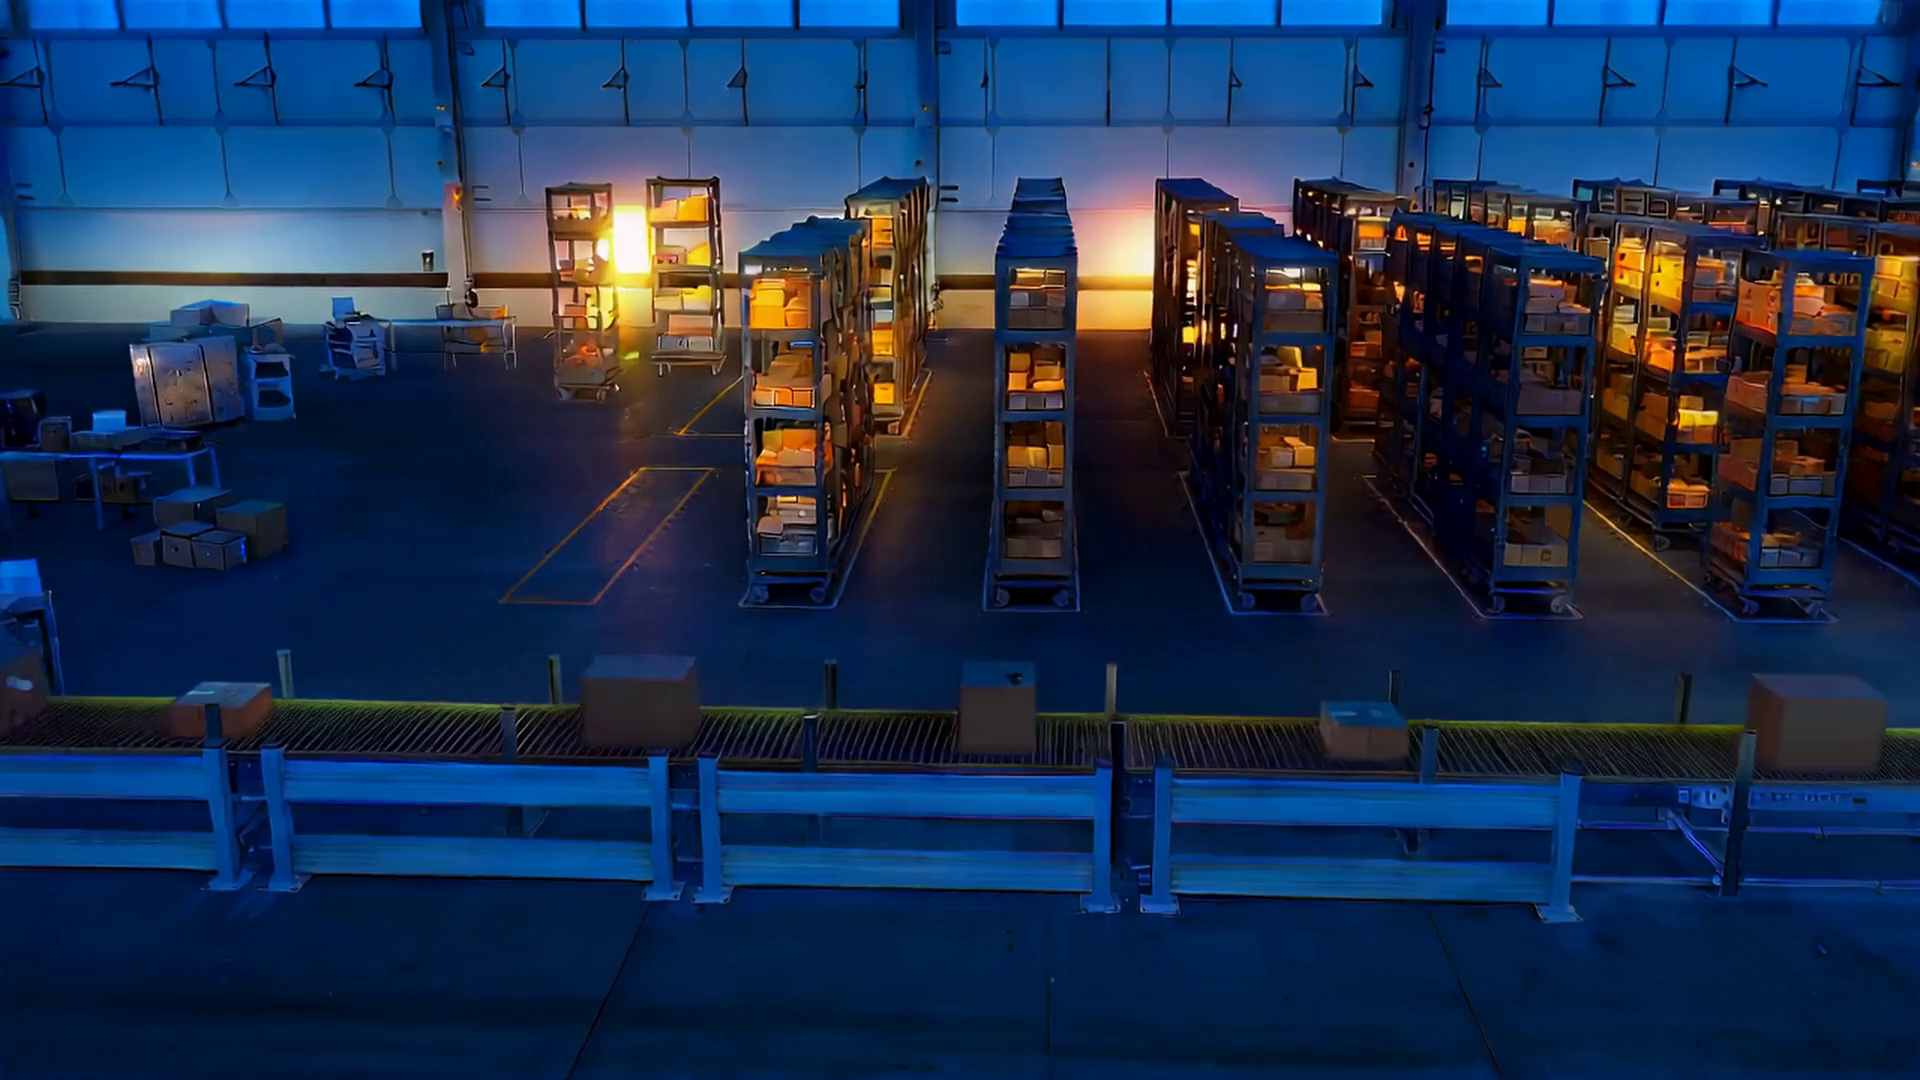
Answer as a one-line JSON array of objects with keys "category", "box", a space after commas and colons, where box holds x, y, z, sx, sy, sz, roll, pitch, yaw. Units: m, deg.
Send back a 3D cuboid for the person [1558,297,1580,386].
[{"category": "person", "box": [9.903, -3.066, 27.182, 0.431, 1.981, 0.631, -3, 15, -10]}]
